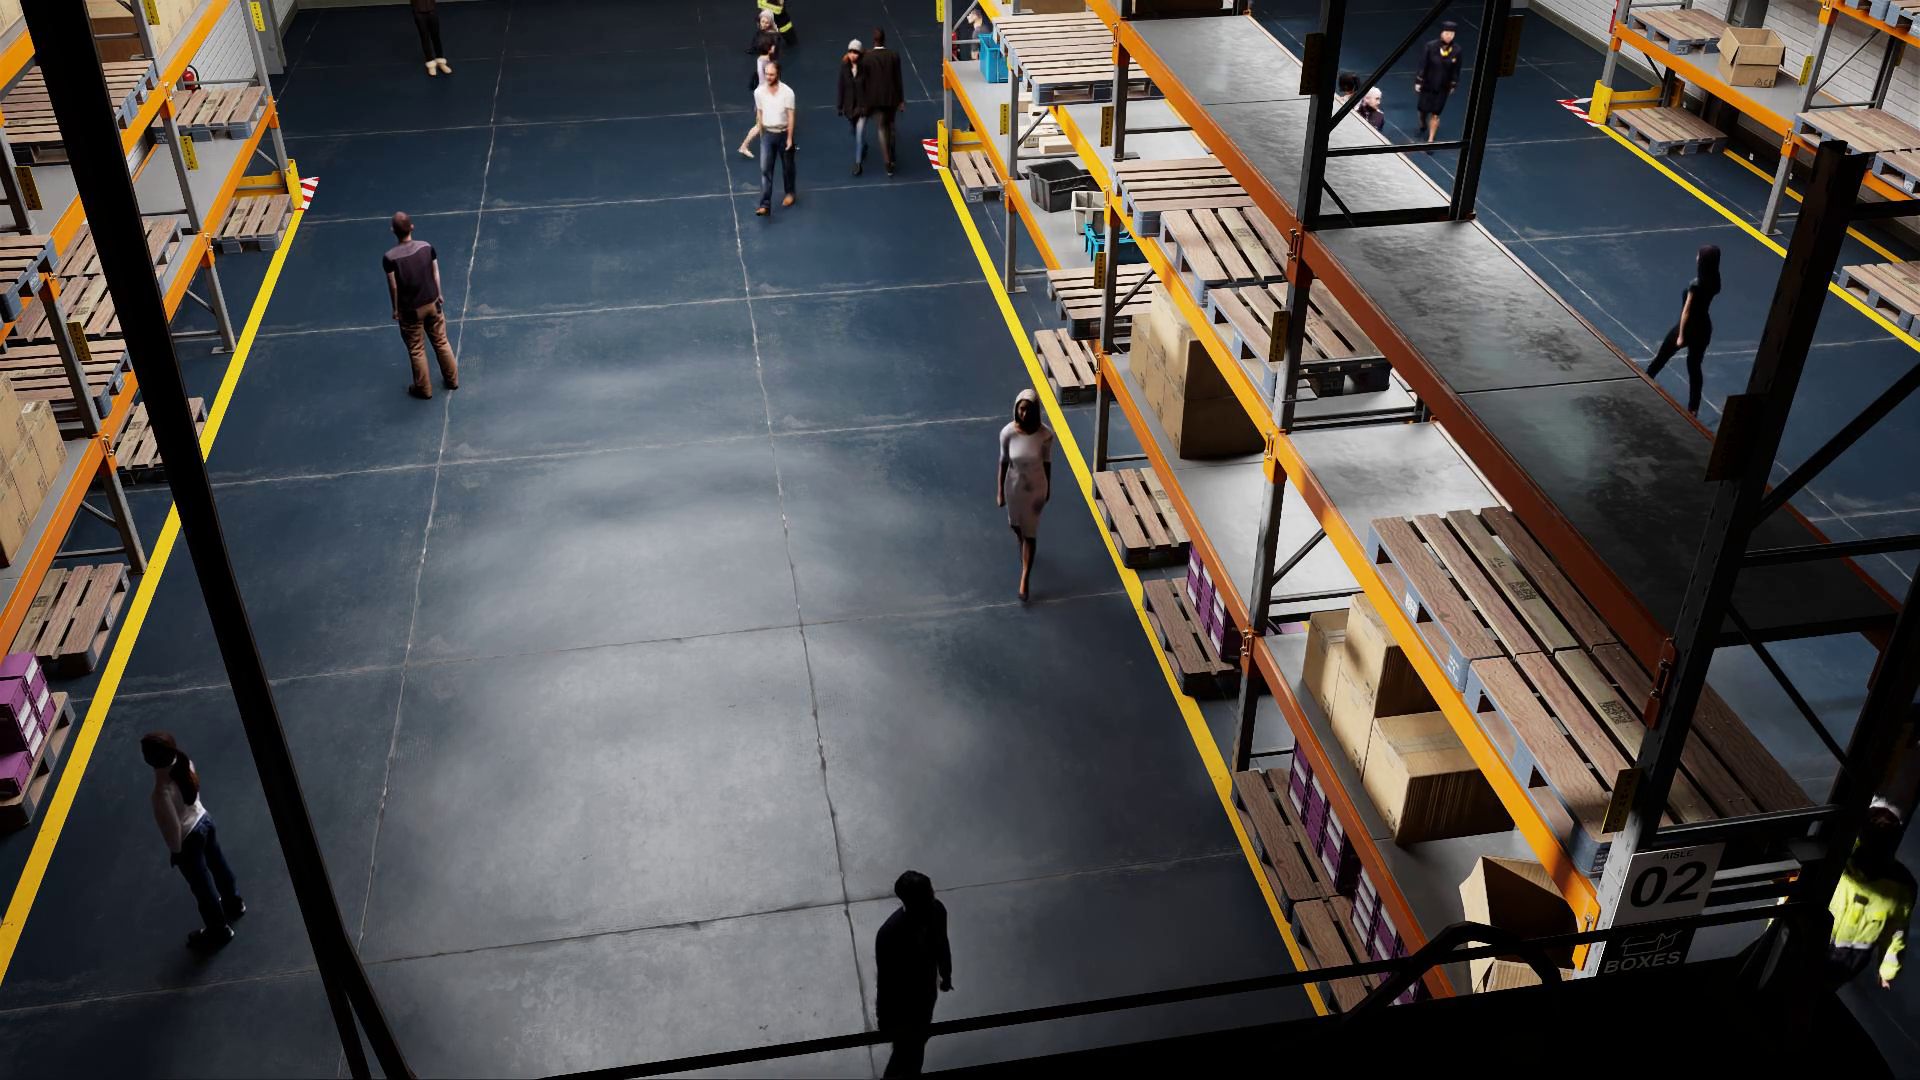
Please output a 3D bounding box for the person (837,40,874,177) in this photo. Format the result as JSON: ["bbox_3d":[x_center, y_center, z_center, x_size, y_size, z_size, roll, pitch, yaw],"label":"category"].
[{"bbox_3d":[-1.261,-5.424,20.723,0.917,1.608,1.136,8,34,12],"label":"person"}]

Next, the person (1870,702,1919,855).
[{"bbox_3d":[5.497,1.633,10.047,0.972,1.672,1.208,11,35,15],"label":"person"}]

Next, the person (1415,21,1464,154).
[{"bbox_3d":[6.085,-5.818,21.270,0.865,1.658,0.967,6,34,8],"label":"person"}]

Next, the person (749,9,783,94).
[{"bbox_3d":[-2.477,-6.018,21.524,0.913,1.710,0.744,-14,36,-20],"label":"person"}]

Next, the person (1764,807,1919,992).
[{"bbox_3d":[4.682,2.142,9.049,1.001,1.930,1.281,3,34,5],"label":"person"}]

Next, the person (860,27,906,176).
[{"bbox_3d":[-0.936,-5.363,20.479,0.692,1.776,0.830,-5,34,-8],"label":"person"}]

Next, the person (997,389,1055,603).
[{"bbox_3d":[0.507,-0.434,13.115,0.766,1.718,1.137,3,34,4],"label":"person"}]

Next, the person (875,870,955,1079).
[{"bbox_3d":[-0.283,2.403,8.841,0.773,1.725,0.732,24,41,32],"label":"person"}]

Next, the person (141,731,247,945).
[{"bbox_3d":[-4.606,1.756,9.965,0.634,1.559,0.527,2,34,2],"label":"person"}]

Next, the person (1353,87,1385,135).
[{"bbox_3d":[4.381,-4.236,18.758,0.725,1.803,0.638,0,34,0],"label":"person"}]

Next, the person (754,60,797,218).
[{"bbox_3d":[-2.081,-4.746,19.525,1.019,1.805,1.299,9,35,13],"label":"person"}]

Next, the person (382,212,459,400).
[{"bbox_3d":[-5.115,-2.224,15.697,0.777,1.842,0.785,-27,42,-34],"label":"person"}]

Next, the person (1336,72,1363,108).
[{"bbox_3d":[4.579,-4.678,19.590,0.703,1.619,0.743,-18,37,-25],"label":"person"}]

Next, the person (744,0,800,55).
[{"bbox_3d":[-2.716,-8.109,24.565,1.026,1.826,1.177,-15,36,-21],"label":"person"}]

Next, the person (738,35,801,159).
[{"bbox_3d":[-2.513,-5.575,21.019,0.679,1.532,0.974,-8,34,-12],"label":"person"}]

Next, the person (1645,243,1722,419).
[{"bbox_3d":[6.785,-1.857,15.268,0.780,1.706,1.088,-16,37,-23],"label":"person"}]

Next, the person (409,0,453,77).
[{"bbox_3d":[-7.677,-7.548,23.871,0.673,1.659,0.733,-15,37,-22],"label":"person"}]

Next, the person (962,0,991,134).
[{"bbox_3d":[0.342,-5.985,21.448,0.967,1.740,1.064,2,34,4],"label":"person"}]
